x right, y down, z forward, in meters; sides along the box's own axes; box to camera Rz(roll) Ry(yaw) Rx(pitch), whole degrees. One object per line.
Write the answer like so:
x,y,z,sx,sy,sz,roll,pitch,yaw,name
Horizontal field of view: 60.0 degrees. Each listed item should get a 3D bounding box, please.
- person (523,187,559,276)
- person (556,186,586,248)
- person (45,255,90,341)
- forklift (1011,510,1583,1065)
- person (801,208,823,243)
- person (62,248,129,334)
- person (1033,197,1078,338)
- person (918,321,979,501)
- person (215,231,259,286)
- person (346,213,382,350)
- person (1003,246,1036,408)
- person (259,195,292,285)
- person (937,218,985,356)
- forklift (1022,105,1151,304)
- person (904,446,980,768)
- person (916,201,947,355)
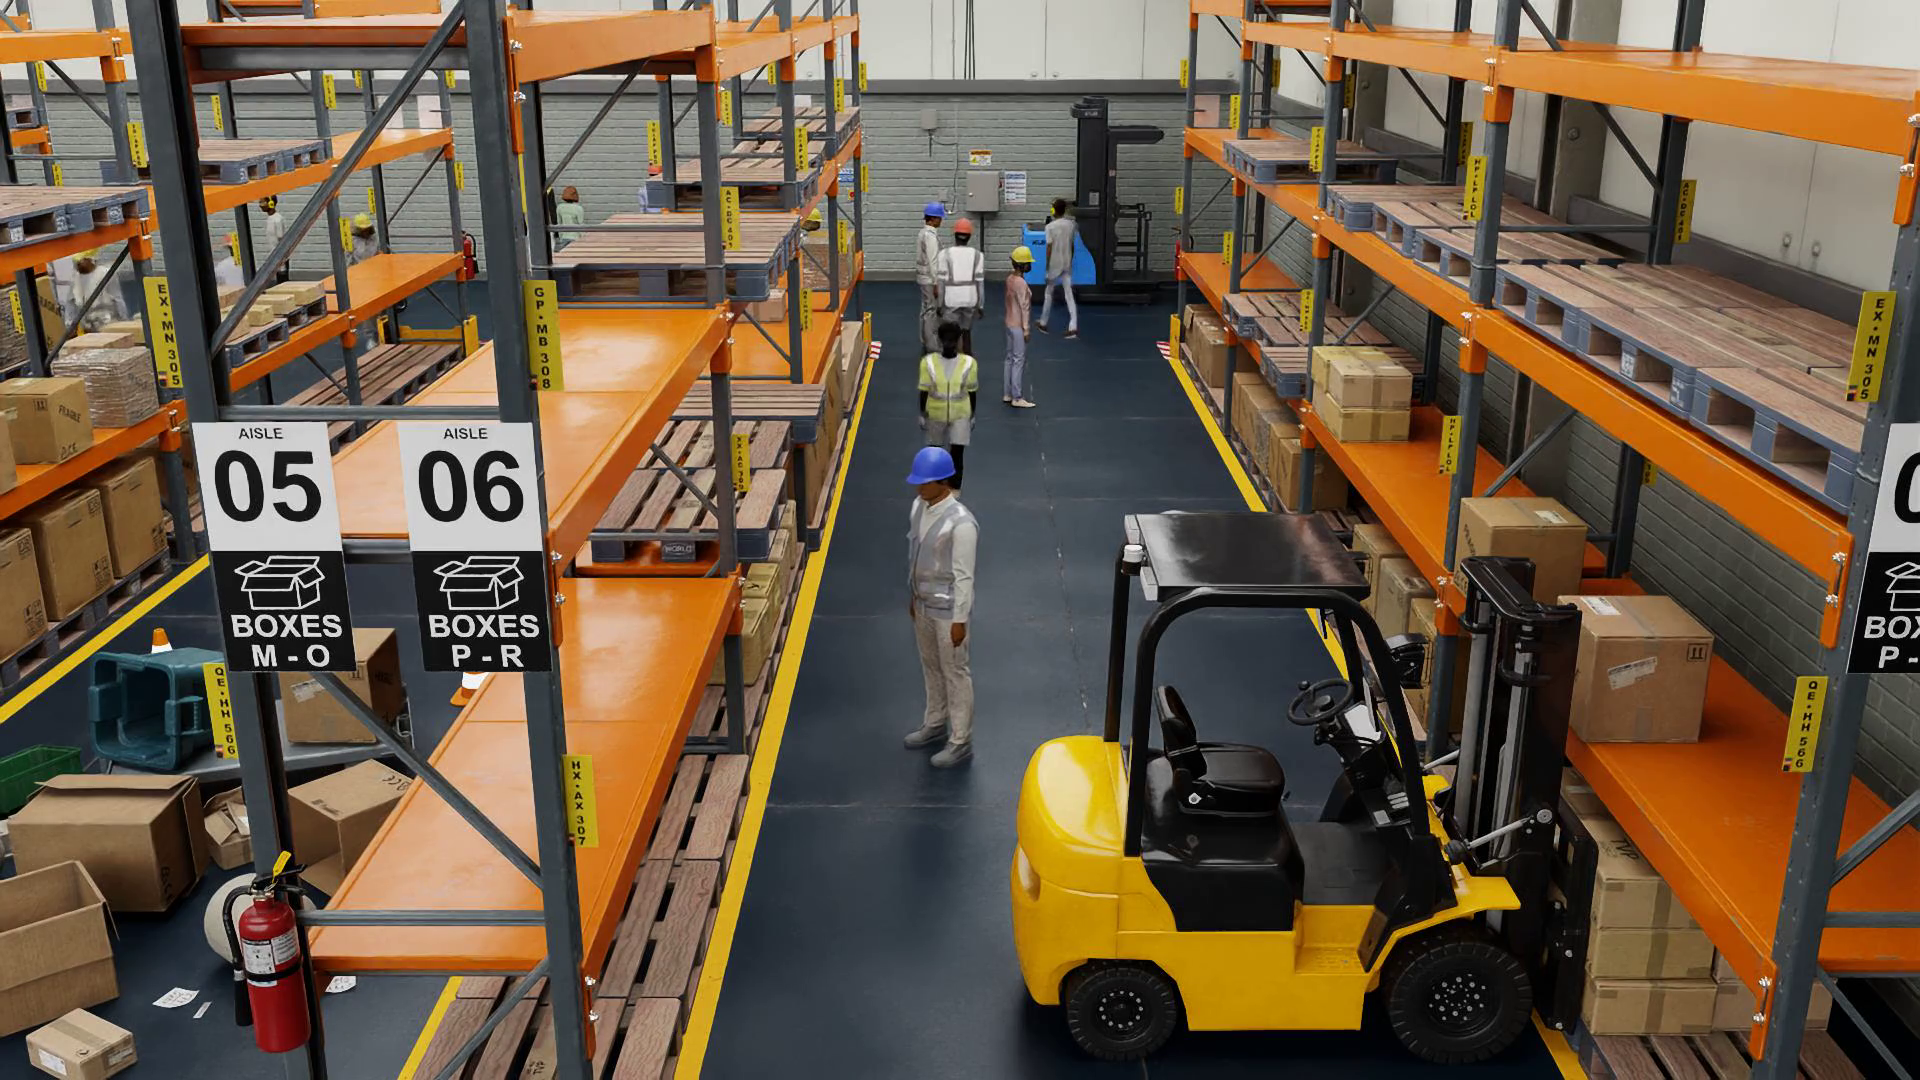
-6.503,-4.860,25.814,0.633,1.842,0.429,5,19,13,person
-5.865,-4.538,25.182,0.501,1.627,0.279,9,20,25,person
-10.347,-2.812,19.490,0.543,1.929,0.387,1,18,3,person
1.387,1.055,7.378,2.313,2.155,1.214,0,18,0,forklift
-1.928,-3.474,21.801,0.320,1.731,0.489,0,18,-1,person
-9.676,-2.450,18.633,0.610,1.776,0.966,6,19,17,person
1.312,-3.608,22.057,0.550,1.826,0.964,-10,21,-28,person
-0.100,-1.138,14.800,0.536,1.678,0.703,0,18,1,person
-8.428,-2.762,19.623,0.595,1.735,0.378,3,19,10,person
-7.574,-3.322,21.326,0.498,1.742,0.323,-15,23,-38,person
0.665,-2.349,18.341,0.319,1.767,0.534,-6,19,-17,person
-9.251,-3.801,22.597,0.337,1.860,0.498,-12,22,-33,person
0.020,-2.785,19.446,0.575,1.907,0.648,-4,19,-11,person
1.857,-4.944,24.441,1.873,2.768,1.129,0,18,0,forklift
-0.129,0.378,9.827,0.406,1.939,0.610,-11,21,-30,person
-0.353,-3.236,20.738,0.384,1.948,0.605,-4,19,-12,person
